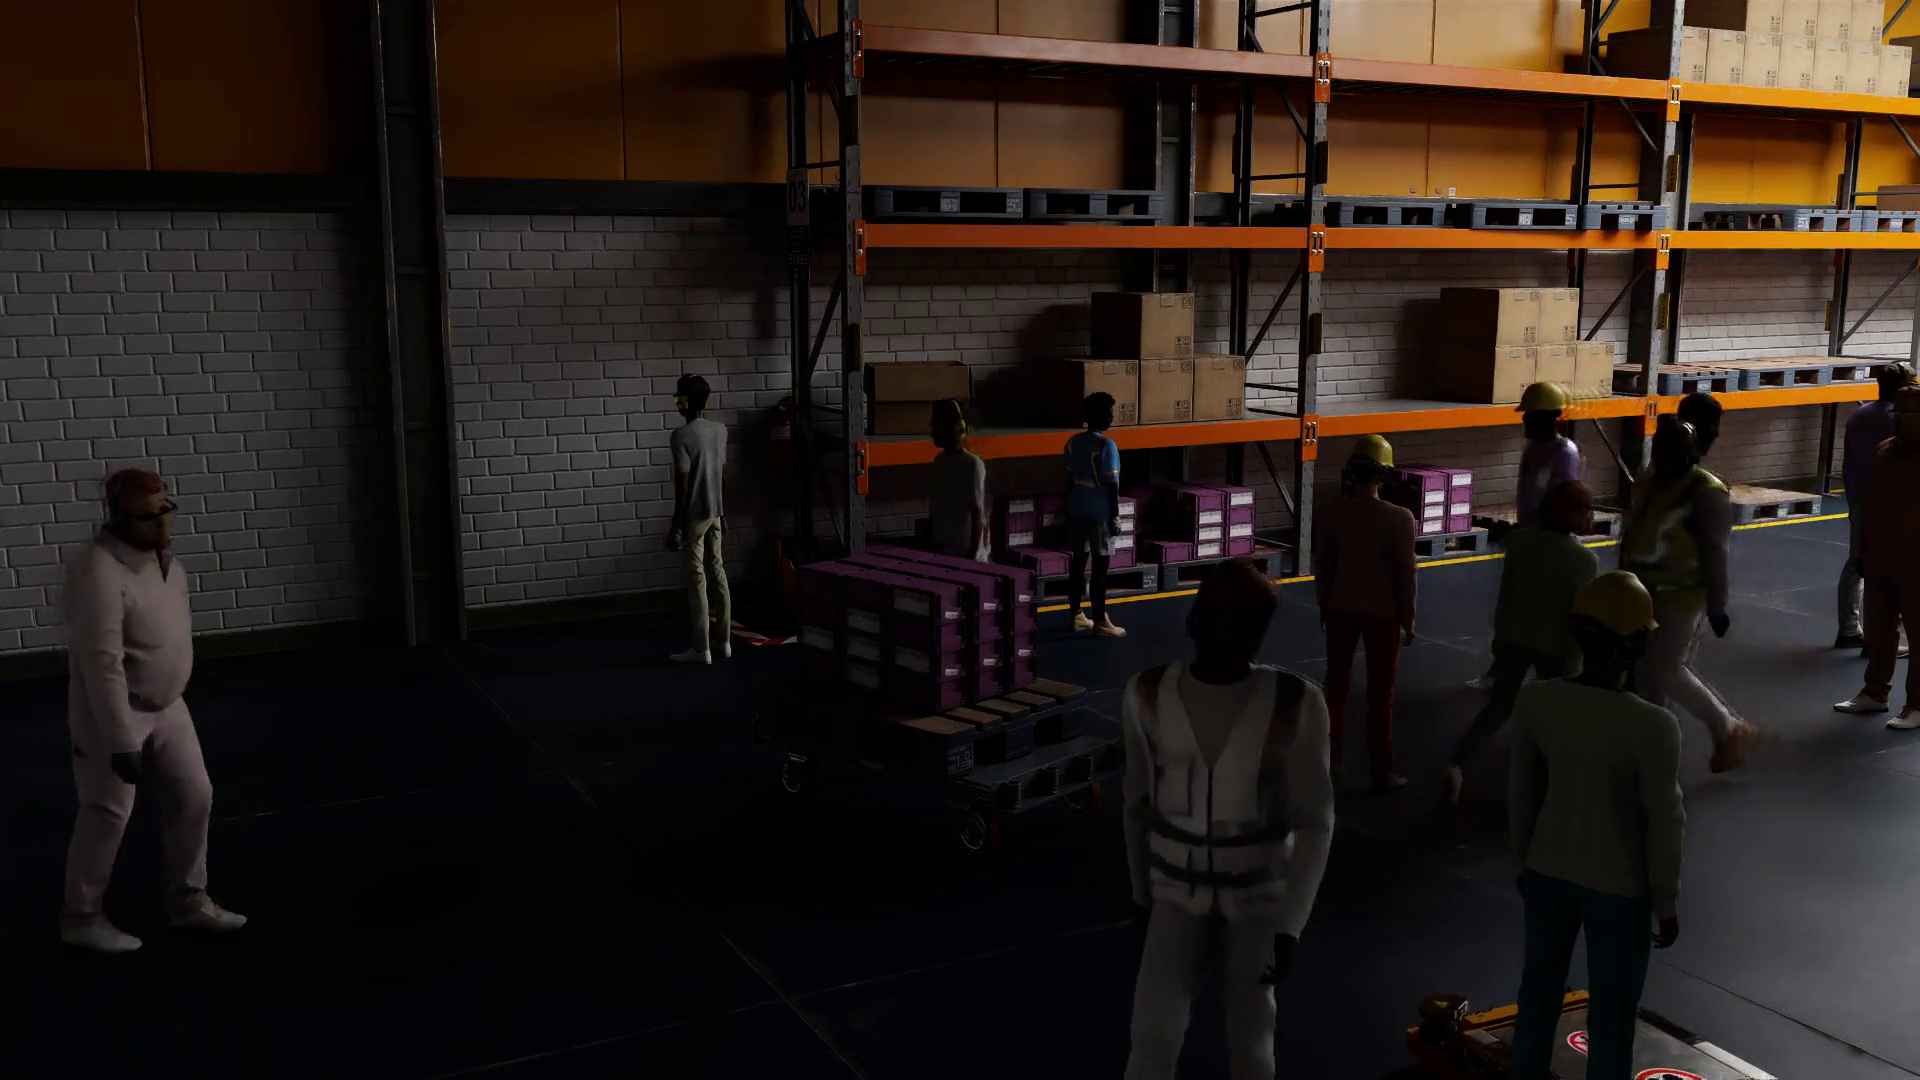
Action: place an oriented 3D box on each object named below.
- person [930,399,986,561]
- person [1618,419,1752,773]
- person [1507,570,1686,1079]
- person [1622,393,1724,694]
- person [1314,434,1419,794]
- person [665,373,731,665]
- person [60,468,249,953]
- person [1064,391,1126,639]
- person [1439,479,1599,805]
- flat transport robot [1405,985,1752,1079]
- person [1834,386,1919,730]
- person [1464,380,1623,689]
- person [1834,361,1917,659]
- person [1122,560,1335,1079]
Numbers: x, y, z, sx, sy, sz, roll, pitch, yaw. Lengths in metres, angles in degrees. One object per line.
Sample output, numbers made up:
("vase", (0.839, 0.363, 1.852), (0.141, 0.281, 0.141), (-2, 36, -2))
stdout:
("person", (-0.048, 0.109, 9.487), (0.968, 1.807, 0.545), (-7, 12, -35))
("person", (3.650, 0.290, 8.419), (0.566, 1.825, 0.627), (0, 10, -1))
("person", (1.793, 0.959, 4.712), (0.314, 1.769, 0.524), (-7, 12, -37))
("person", (3.856, 0.136, 9.090), (0.452, 1.889, 0.625), (3, 10, 19))
("person", (1.990, 0.361, 8.166), (0.523, 1.766, 0.315), (7, 12, 35))
("person", (-1.688, -0.132, 10.691), (0.329, 1.874, 0.518), (6, 12, 32))
("person", (-3.071, 0.654, 6.195), (0.777, 1.864, 0.665), (1, 10, 4))
("person", (0.923, -0.173, 11.442), (0.320, 1.692, 0.531), (-6, 12, -32))
("person", (2.626, 0.515, 7.741), (0.703, 1.598, 0.534), (-7, 12, -35))
("flat transport robot", (2.039, 1.671, 4.914), (0.652, 0.197, 1.431), (-4, 11, -24))
("person", (5.256, 0.095, 9.284), (0.403, 1.906, 0.651), (-3, 10, -15))
("person", (3.562, -0.011, 9.948), (0.899, 1.896, 0.592), (-1, 10, -4))
("person", (6.031, -0.201, 10.891), (0.357, 1.938, 0.638), (-1, 10, -6))
("person", (0.667, 0.981, 4.370), (0.587, 1.840, 0.775), (4, 10, 20))
